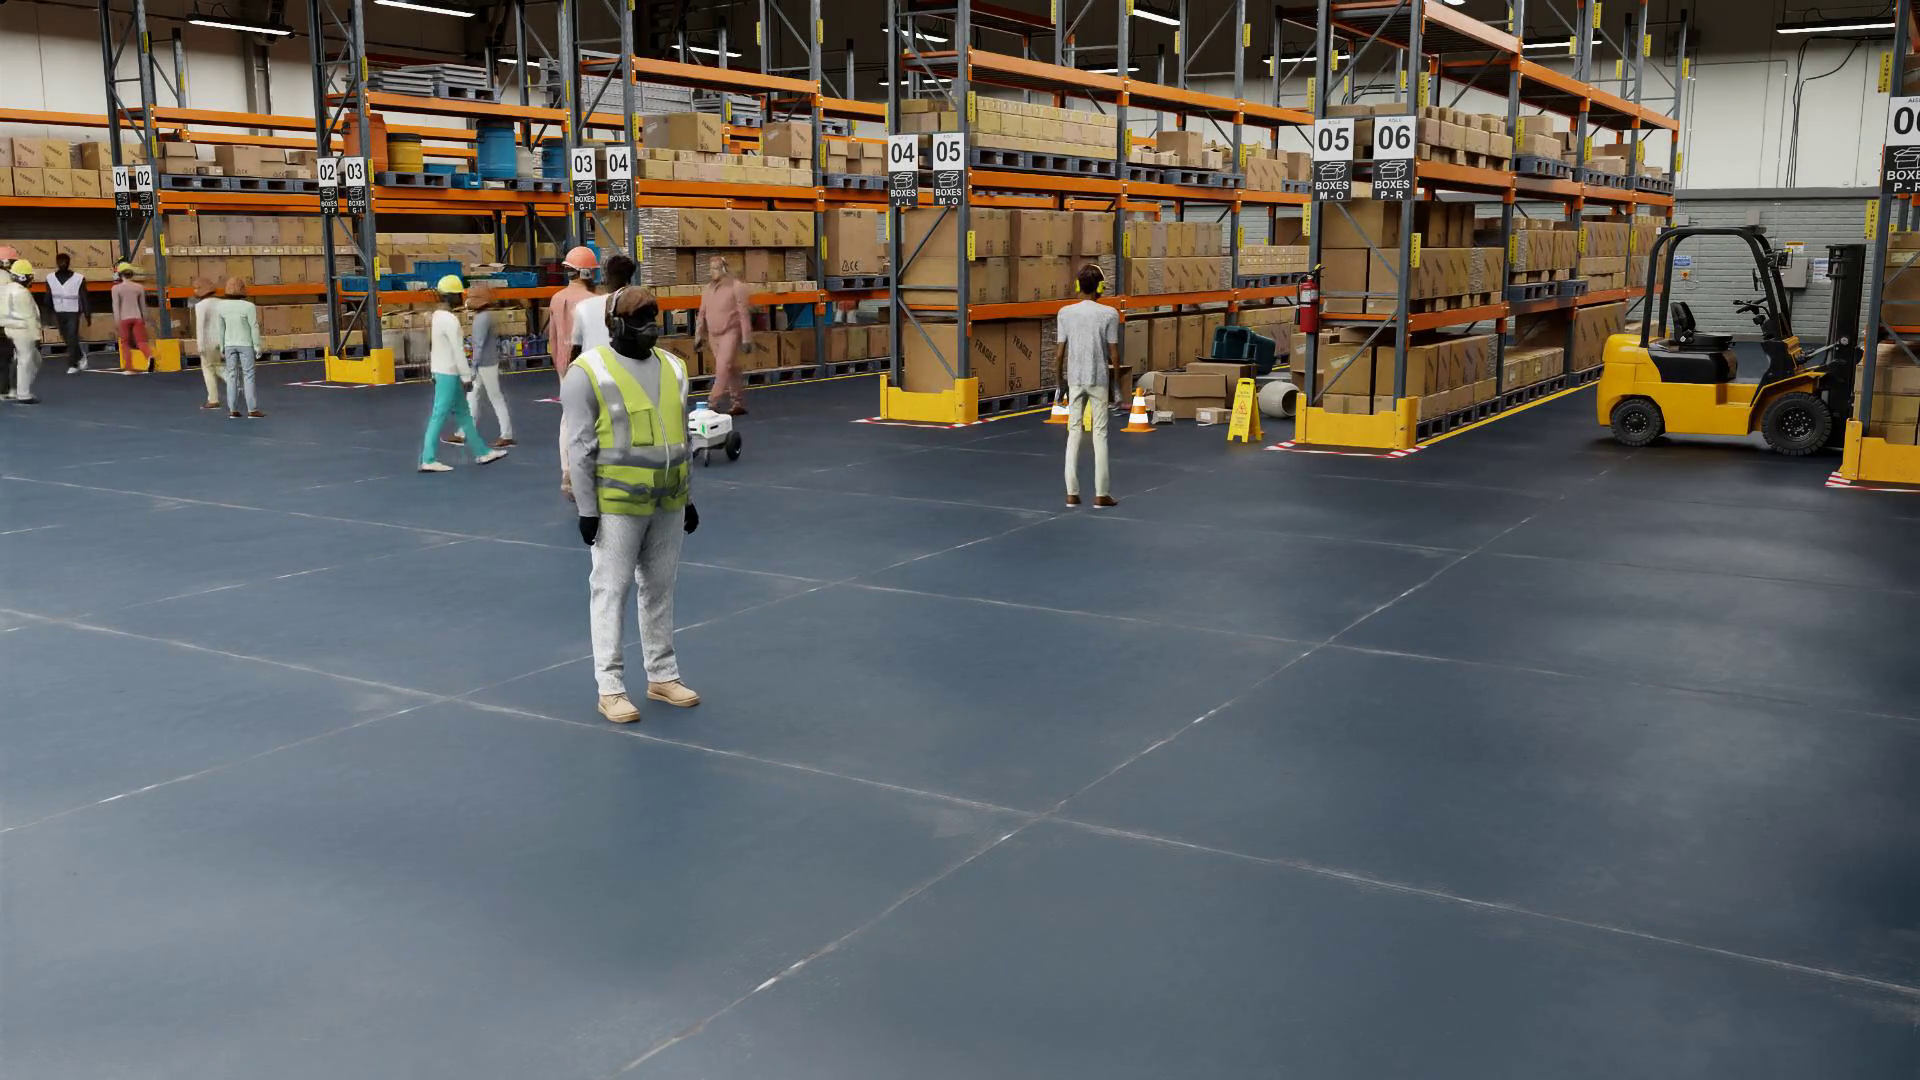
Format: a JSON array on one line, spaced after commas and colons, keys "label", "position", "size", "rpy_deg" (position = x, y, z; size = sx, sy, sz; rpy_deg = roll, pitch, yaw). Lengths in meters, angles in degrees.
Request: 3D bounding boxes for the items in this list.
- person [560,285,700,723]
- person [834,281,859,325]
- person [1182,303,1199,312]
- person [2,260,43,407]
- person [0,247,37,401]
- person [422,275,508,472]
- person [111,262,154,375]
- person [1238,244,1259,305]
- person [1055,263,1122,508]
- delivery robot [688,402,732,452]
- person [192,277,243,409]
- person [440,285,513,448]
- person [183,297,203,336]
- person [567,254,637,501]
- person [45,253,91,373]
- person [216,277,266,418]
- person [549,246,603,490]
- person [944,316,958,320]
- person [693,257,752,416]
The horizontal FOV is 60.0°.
[{"label": "person", "position": [-1.379, -0.160, 7.136], "size": [0.429, 1.846, 0.625], "rpy_deg": [9, 14, 41]}, {"label": "person", "position": [-2.038, -4.164, 29.997], "size": [0.537, 1.686, 0.363], "rpy_deg": [4, 11, 21]}, {"label": "person", "position": [5.074, -5.420, 36.503], "size": [0.547, 1.880, 0.725], "rpy_deg": [3, 11, 17]}, {"label": "person", "position": [-11.603, -2.560, 20.646], "size": [0.437, 1.815, 0.625], "rpy_deg": [-9, 14, -43]}, {"label": "person", "position": [-12.163, -2.760, 21.354], "size": [0.579, 1.970, 0.639], "rpy_deg": [-7, 12, -33]}, {"label": "person", "position": [-4.434, -1.479, 14.808], "size": [0.866, 1.726, 0.551], "rpy_deg": [-6, 12, -29]}, {"label": "person", "position": [-12.652, -3.371, 25.405], "size": [0.570, 1.750, 0.525], "rpy_deg": [7, 12, 34]}, {"label": "person", "position": [5.769, -4.951, 33.551], "size": [1.034, 1.987, 0.628], "rpy_deg": [-5, 11, -26]}, {"label": "person", "position": [0.987, -1.175, 12.754], "size": [0.534, 1.868, 0.309], "rpy_deg": [4, 11, 21]}, {"label": "delivery robot", "position": [-2.377, -1.031, 15.361], "size": [0.477, 0.478, 0.707], "rpy_deg": [3, 10, 14]}, {"label": "person", "position": [-9.095, -2.400, 20.300], "size": [0.453, 1.613, 0.517], "rpy_deg": [2, 10, 12]}, {"label": "person", "position": [-4.806, -1.696, 16.391], "size": [0.777, 1.597, 0.527], "rpy_deg": [-3, 11, -18]}, {"label": "person", "position": [-13.972, -4.311, 30.381], "size": [0.556, 1.844, 0.427], "rpy_deg": [1, 10, 8]}, {"label": "person", "position": [-2.697, -1.191, 12.643], "size": [0.668, 1.935, 0.664], "rpy_deg": [3, 11, 17]}, {"label": "person", "position": [-14.020, -3.581, 26.224], "size": [0.642, 1.891, 0.812], "rpy_deg": [-1, 10, -5]}, {"label": "person", "position": [-8.344, -2.222, 19.273], "size": [0.508, 1.632, 0.273], "rpy_deg": [1, 10, 7]}, {"label": "person", "position": [-3.077, -1.388, 13.591], "size": [0.622, 1.992, 0.394], "rpy_deg": [8, 13, 38]}, {"label": "person", "position": [0.029, -3.654, 26.591], "size": [0.649, 1.897, 1.017], "rpy_deg": [6, 12, 32]}, {"label": "person", "position": [-2.812, -2.331, 19.248], "size": [0.676, 1.853, 0.983], "rpy_deg": [7, 13, 36]}]
